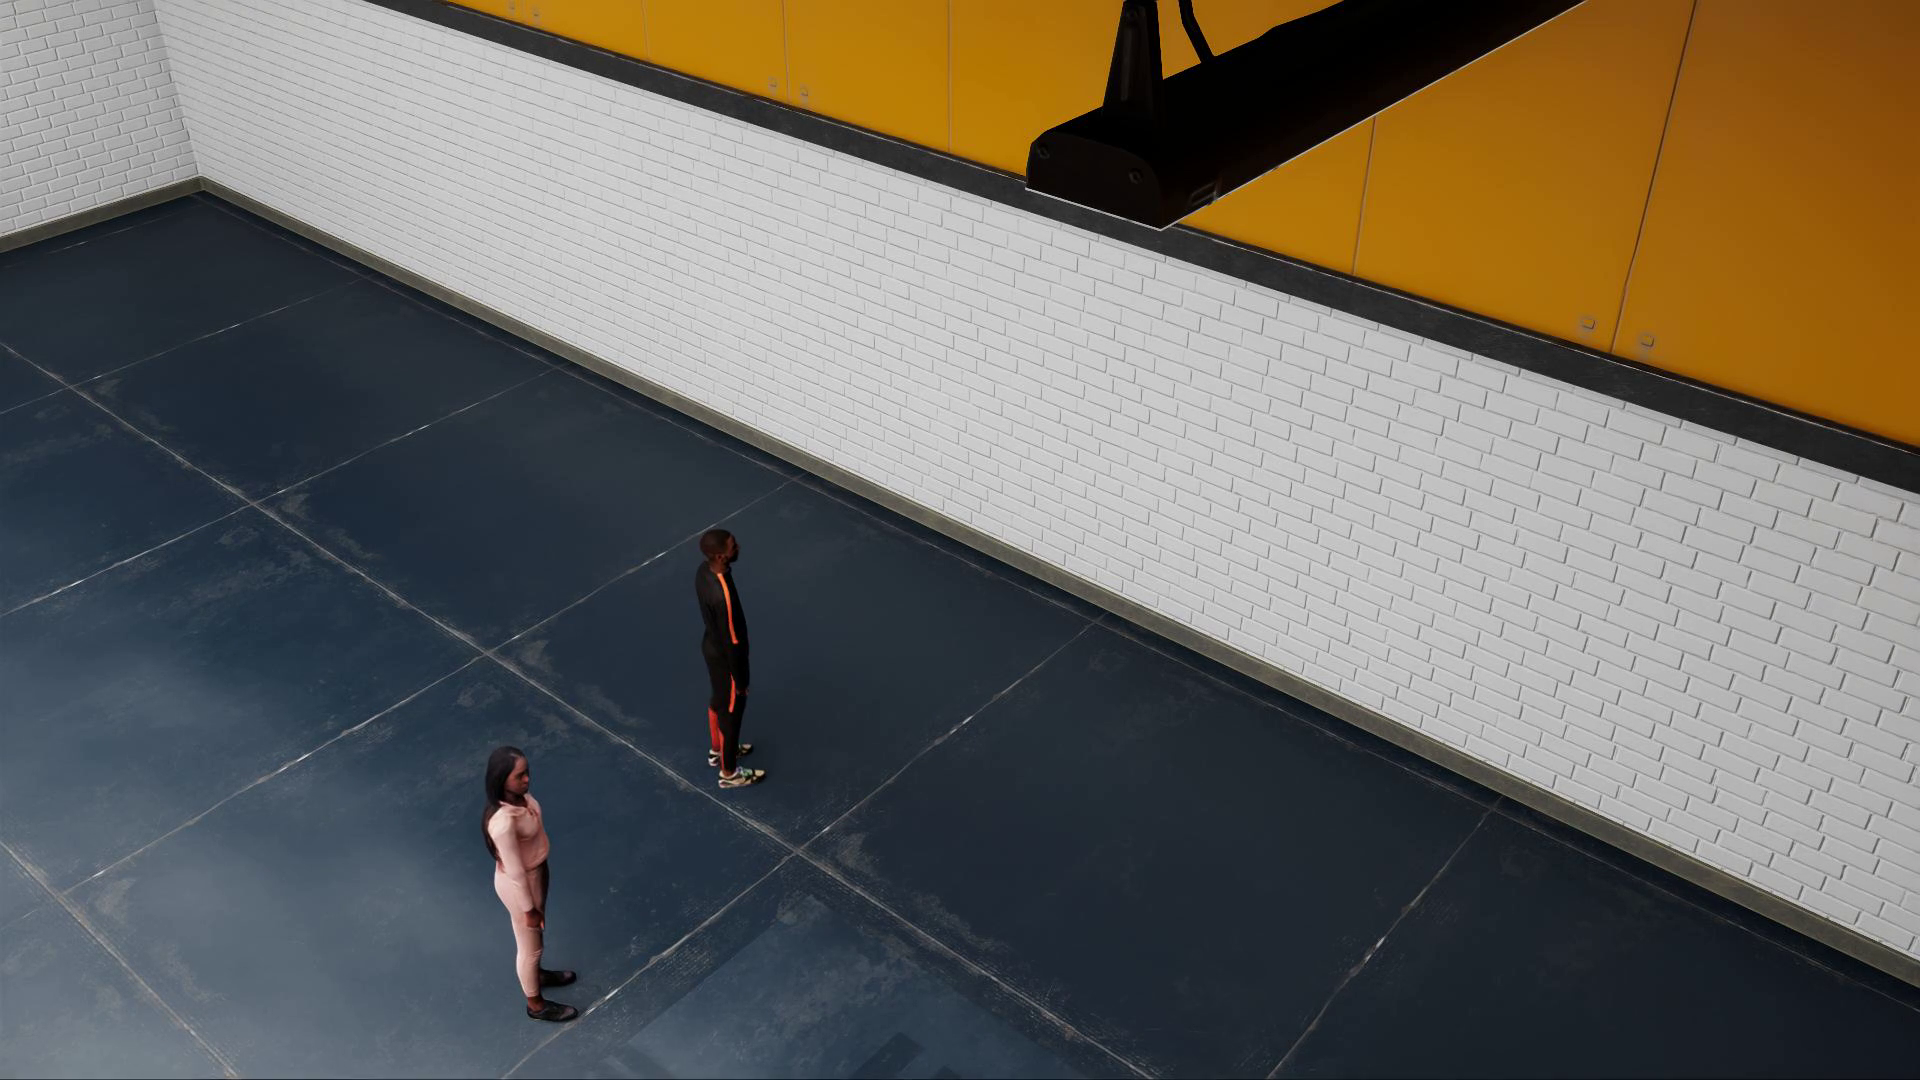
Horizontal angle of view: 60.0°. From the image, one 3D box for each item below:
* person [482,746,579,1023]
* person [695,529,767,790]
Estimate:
[{"bbox_3d":[-2.222,1.748,8.471,0.746,1.721,0.693,-4,34,-6],"label":"person"},{"bbox_3d":[-1.418,0.699,9.971,0.680,1.807,0.694,-13,36,-19],"label":"person"}]
